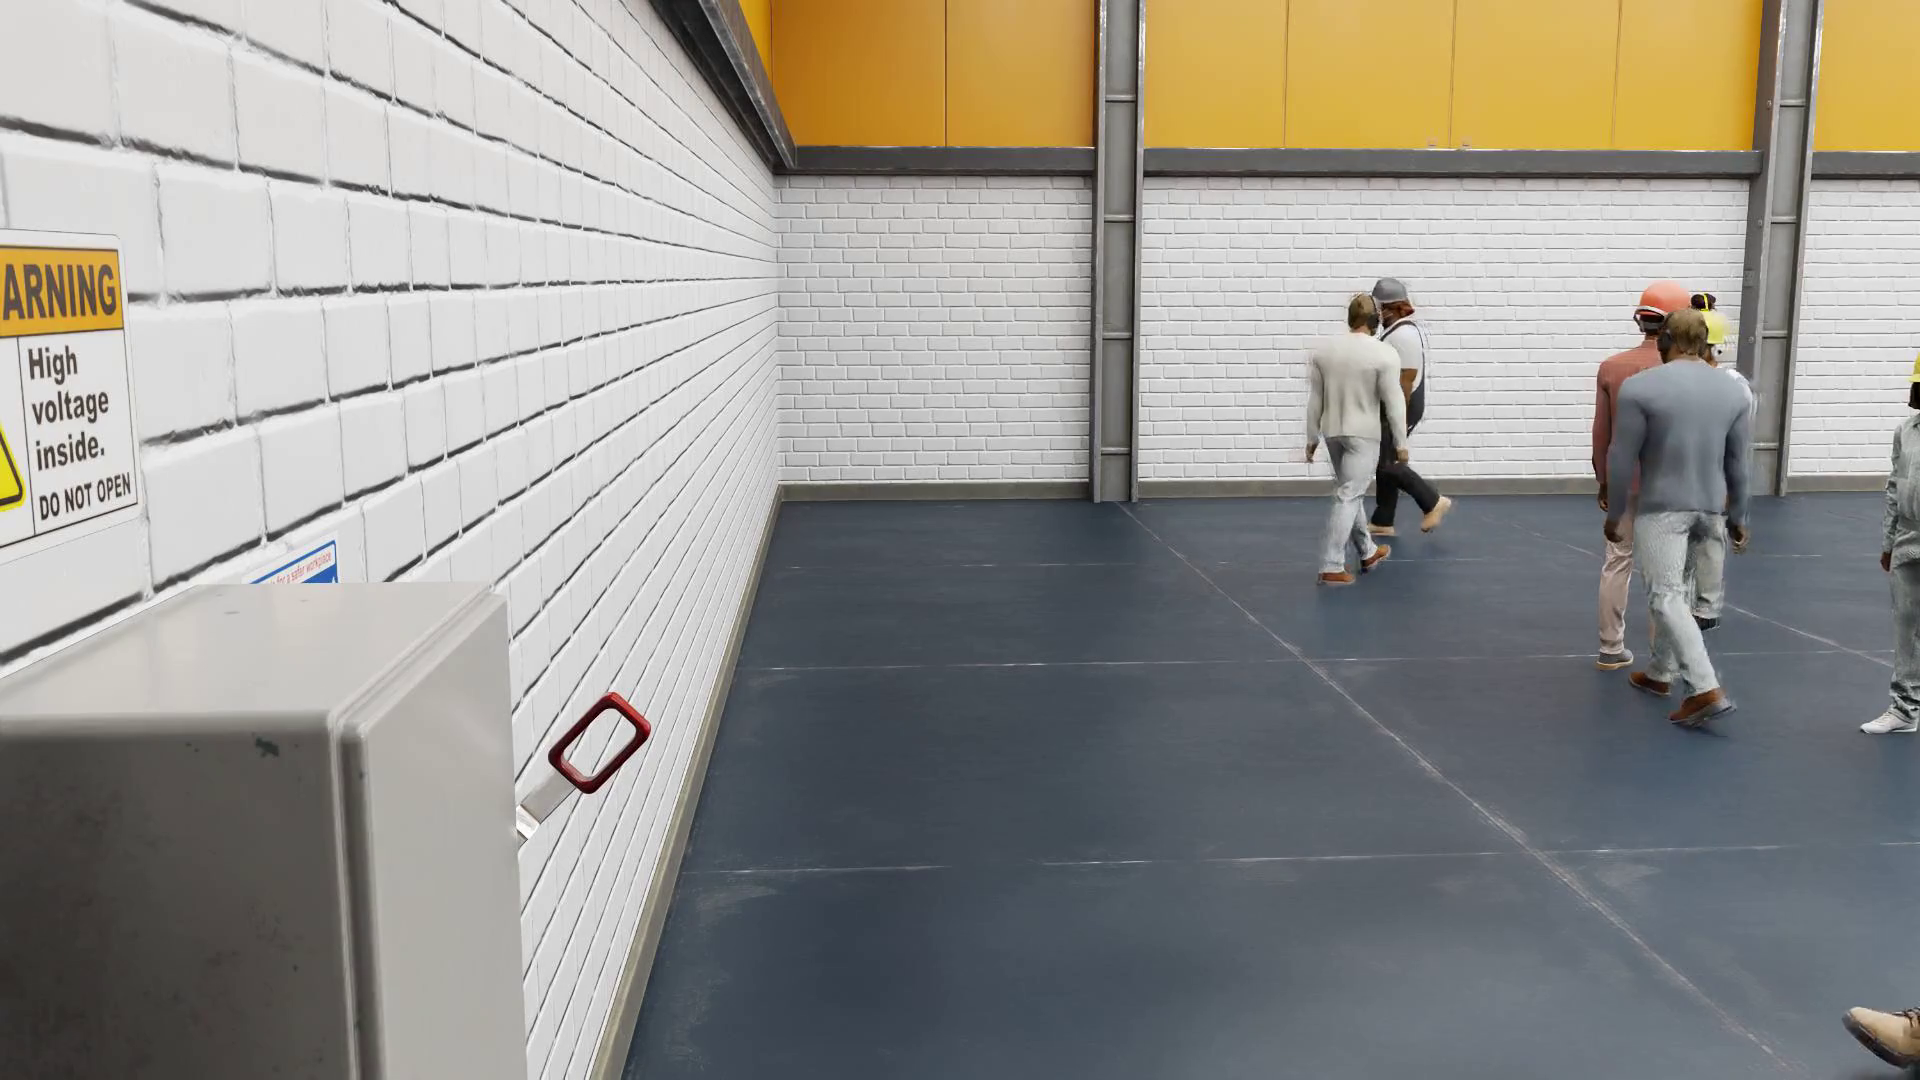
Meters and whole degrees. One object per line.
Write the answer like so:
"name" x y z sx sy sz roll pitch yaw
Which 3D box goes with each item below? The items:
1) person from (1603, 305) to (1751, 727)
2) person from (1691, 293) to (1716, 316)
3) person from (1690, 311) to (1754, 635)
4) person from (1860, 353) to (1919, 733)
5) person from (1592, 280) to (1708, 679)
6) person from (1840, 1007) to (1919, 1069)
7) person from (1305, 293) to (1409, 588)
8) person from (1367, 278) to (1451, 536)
"person" 3.340 -0.128 7.636 0.649 1.901 0.923 -2 9 -13
"person" 6.379 -1.208 14.485 0.310 1.868 0.533 -2 9 -10
"person" 4.094 -0.357 9.272 0.459 1.820 0.638 -4 10 -26
"person" 4.164 0.029 7.134 0.321 1.737 0.484 -4 10 -24
"person" 3.484 -0.298 8.373 0.382 1.995 0.612 -8 12 -41
"person" 2.769 0.413 3.995 1.045 1.963 0.616 2 9 15
"person" 2.677 -0.660 10.954 0.981 1.893 0.665 -7 12 -39
"person" 3.368 -1.018 12.750 0.700 2.000 0.683 2 9 12
